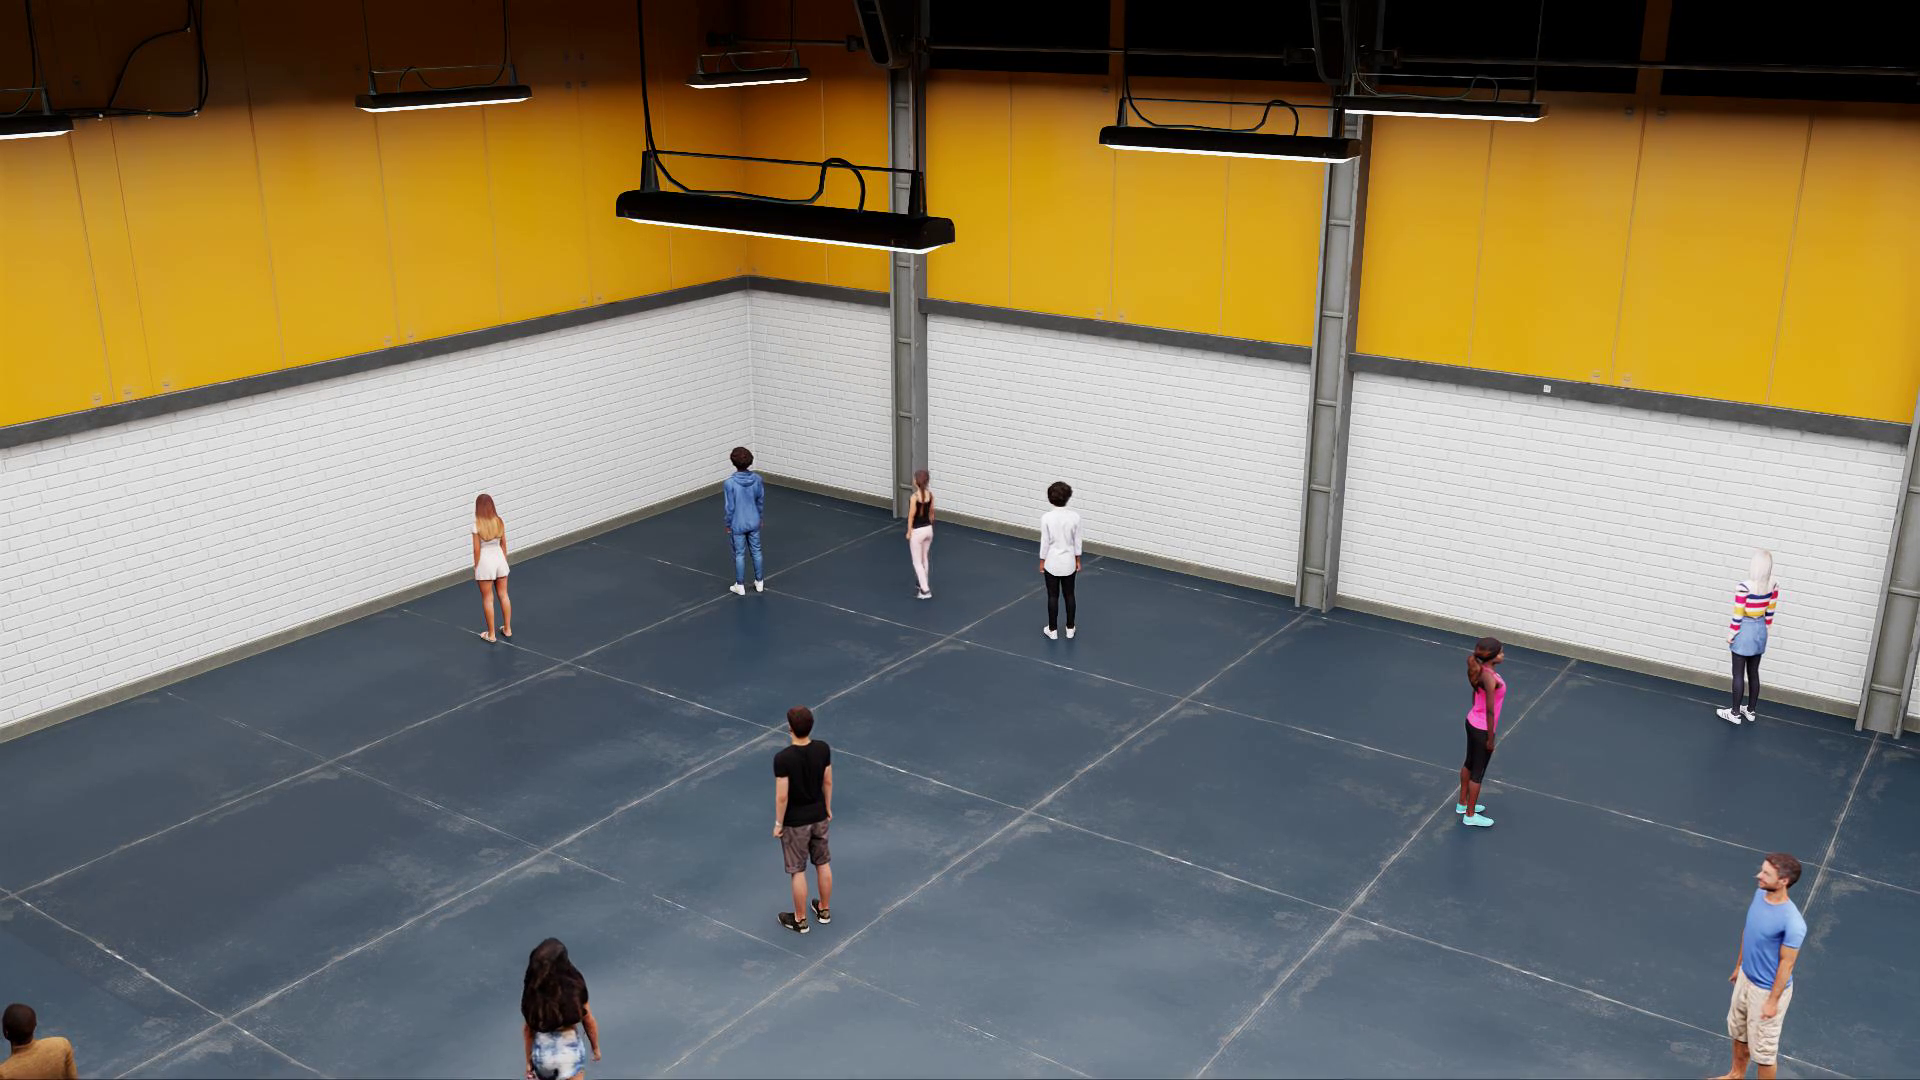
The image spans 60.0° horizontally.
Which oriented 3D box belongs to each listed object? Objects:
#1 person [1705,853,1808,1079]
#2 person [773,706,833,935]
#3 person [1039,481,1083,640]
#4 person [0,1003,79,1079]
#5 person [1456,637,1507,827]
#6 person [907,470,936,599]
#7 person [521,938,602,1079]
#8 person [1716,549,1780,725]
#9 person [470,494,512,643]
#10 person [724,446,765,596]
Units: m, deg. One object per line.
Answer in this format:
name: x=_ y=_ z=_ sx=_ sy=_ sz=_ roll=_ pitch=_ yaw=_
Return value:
person: x=5.188 y=2.850 z=10.736 sx=0.780 sy=1.863 sz=0.741 roll=-1 pitch=19 yaw=-4
person: x=-1.200 y=2.143 z=12.838 sx=0.757 sy=1.861 sz=0.724 roll=-12 pitch=22 yaw=-33
person: x=1.123 y=0.224 z=18.621 sx=0.701 sy=1.806 sz=0.763 roll=-3 pitch=19 yaw=-9
person: x=-5.097 y=3.371 z=9.261 sx=0.565 sy=1.816 sz=0.663 roll=10 pitch=21 yaw=28
person: x=4.545 y=1.648 z=14.525 sx=0.698 sy=1.724 sz=0.662 roll=1 pitch=19 yaw=2
person: x=-0.462 y=-0.085 z=19.914 sx=0.777 sy=1.568 sz=0.626 roll=15 pitch=24 yaw=38
person: x=-2.436 y=3.229 z=10.067 sx=1.048 sy=1.572 sz=1.031 roll=0 pitch=19 yaw=-1
person: x=7.838 y=0.942 z=16.490 sx=0.717 sy=1.808 sz=0.747 roll=-5 pitch=19 yaw=-15
person: x=-5.238 y=0.294 z=18.586 sx=0.615 sy=1.697 sz=0.618 roll=-16 pitch=24 yaw=-40
person: x=-2.593 y=-0.240 z=19.995 sx=0.759 sy=1.810 sz=0.729 roll=-10 pitch=21 yaw=-28
